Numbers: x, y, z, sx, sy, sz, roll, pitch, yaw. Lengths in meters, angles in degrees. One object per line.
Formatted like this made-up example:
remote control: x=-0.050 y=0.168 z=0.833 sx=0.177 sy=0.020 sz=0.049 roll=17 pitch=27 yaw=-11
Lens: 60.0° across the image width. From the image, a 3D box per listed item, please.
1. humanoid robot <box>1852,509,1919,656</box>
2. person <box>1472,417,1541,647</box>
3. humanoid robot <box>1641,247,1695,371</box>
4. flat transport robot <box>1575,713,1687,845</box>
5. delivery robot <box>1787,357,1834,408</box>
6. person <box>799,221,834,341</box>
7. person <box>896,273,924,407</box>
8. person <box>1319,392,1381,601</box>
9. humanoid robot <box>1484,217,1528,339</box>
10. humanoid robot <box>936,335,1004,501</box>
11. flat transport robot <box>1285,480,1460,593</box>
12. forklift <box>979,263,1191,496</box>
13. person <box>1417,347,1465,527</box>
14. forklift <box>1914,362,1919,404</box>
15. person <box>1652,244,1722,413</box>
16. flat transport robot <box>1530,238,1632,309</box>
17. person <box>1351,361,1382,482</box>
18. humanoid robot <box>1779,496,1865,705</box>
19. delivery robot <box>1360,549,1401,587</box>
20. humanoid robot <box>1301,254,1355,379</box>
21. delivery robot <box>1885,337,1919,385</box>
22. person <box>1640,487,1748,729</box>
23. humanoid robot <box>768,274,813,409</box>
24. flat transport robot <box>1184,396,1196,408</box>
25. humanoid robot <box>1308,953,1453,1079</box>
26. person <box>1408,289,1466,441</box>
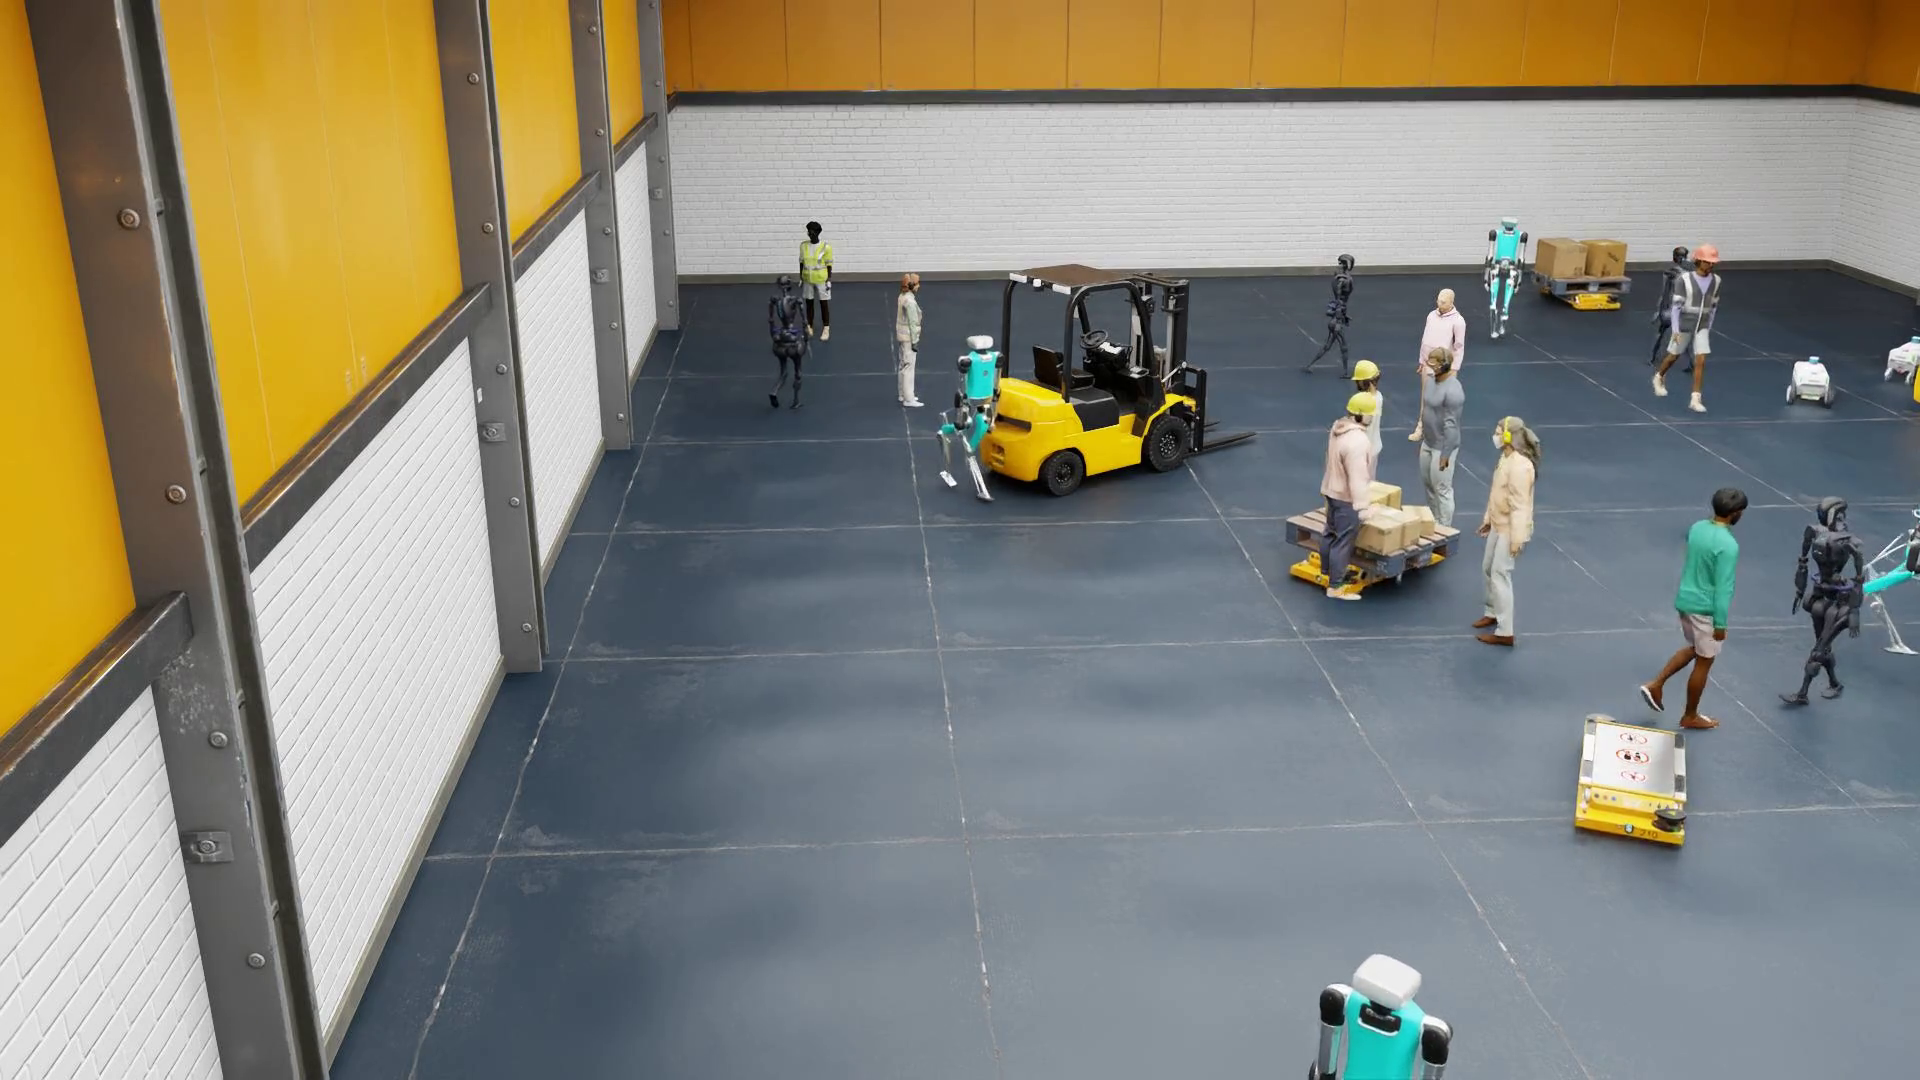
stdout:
humanoid robot: x=7.360 y=0.093 z=13.279 sx=0.940 sy=1.789 sz=0.553 roll=10 pitch=22 yaw=26
person: x=4.487 y=-0.092 z=13.588 sx=0.400 sy=1.851 sz=0.635 roll=1 pitch=20 yaw=2
humanoid robot: x=9.458 y=-3.045 z=21.952 sx=0.611 sy=1.636 sz=0.766 roll=-10 pitch=22 yaw=-24
flat transport robot: x=4.552 y=1.599 z=11.271 sx=0.659 sy=0.231 sz=1.431 roll=8 pitch=22 yaw=20
delivery robot: x=10.503 y=-1.946 z=20.541 sx=0.499 sy=0.613 sz=0.814 roll=7 pitch=21 yaw=19
person: x=-2.047 y=-3.674 z=23.569 sx=0.532 sy=1.692 sz=0.319 roll=7 pitch=21 yaw=19
person: x=-0.625 y=-2.439 z=20.288 sx=0.312 sy=1.634 sz=0.512 roll=-5 pitch=21 yaw=-13
person: x=3.345 y=-0.397 z=14.426 sx=0.441 sy=1.852 sz=0.820 roll=-1 pitch=20 yaw=-2
humanoid robot: x=7.624 y=-3.621 z=23.333 sx=0.538 sy=1.740 sz=0.966 roll=6 pitch=21 yaw=15
humanoid robot: x=0.042 y=-1.284 z=17.060 sx=0.539 sy=1.759 sz=1.028 roll=-13 pitch=24 yaw=-32
flat transport robot: x=3.739 y=0.163 z=15.182 sx=1.431 sy=0.231 sz=0.659 roll=-15 pitch=25 yaw=-36
forklift: x=1.315 y=-1.764 z=17.646 sx=2.313 sy=2.155 sz=1.214 roll=-14 pitch=24 yaw=-33
person: x=4.477 y=-0.867 z=15.594 sx=0.381 sy=1.932 sz=0.620 roll=-3 pitch=20 yaw=-9
forklift: x=12.602 y=-2.435 z=19.475 sx=2.313 sy=2.155 sz=1.214 roll=-1 pitch=20 yaw=-4
person: x=8.908 y=-2.634 z=20.292 sx=0.598 sy=2.009 sz=0.992 roll=-1 pitch=20 yaw=-3
flat transport robot: x=9.741 y=-3.867 z=26.163 sx=0.659 sy=0.231 sz=1.431 roll=-2 pitch=20 yaw=-5
person: x=3.816 y=-0.836 z=15.745 sx=0.332 sy=1.758 sz=0.523 roll=8 pitch=22 yaw=21
humanoid robot: x=6.499 y=0.447 z=12.404 sx=0.580 sy=1.624 sz=0.611 roll=-7 pitch=21 yaw=-20
delivery robot: x=3.797 y=0.074 z=15.037 sx=0.499 sy=0.614 sz=0.808 roll=2 pitch=20 yaw=6
humanoid robot: x=4.857 y=-2.904 z=21.590 sx=0.768 sy=1.646 sz=0.596 roll=7 pitch=21 yaw=19
delivery robot: x=12.386 y=-2.336 z=21.603 sx=0.791 sy=0.614 sz=0.499 roll=-15 pitch=25 yaw=-35
person: x=5.321 y=0.497 z=12.009 sx=0.497 sy=1.831 sz=0.541 roll=-3 pitch=20 yaw=-8
humanoid robot: x=-2.090 y=-2.384 z=20.083 sx=0.588 sy=1.636 sz=0.481 roll=10 pitch=22 yaw=25
flat transport robot: x=2.151 y=-1.755 z=20.409 sx=1.431 sy=0.231 sz=0.659 roll=10 pitch=22 yaw=24
humanoid robot: x=1.503 y=2.578 z=6.555 sx=0.535 sy=1.767 sz=1.030 roll=13 pitch=24 yaw=31
person: x=5.419 y=-1.956 z=18.760 sx=0.403 sy=1.783 sz=0.522 roll=-17 pitch=26 yaw=-38
